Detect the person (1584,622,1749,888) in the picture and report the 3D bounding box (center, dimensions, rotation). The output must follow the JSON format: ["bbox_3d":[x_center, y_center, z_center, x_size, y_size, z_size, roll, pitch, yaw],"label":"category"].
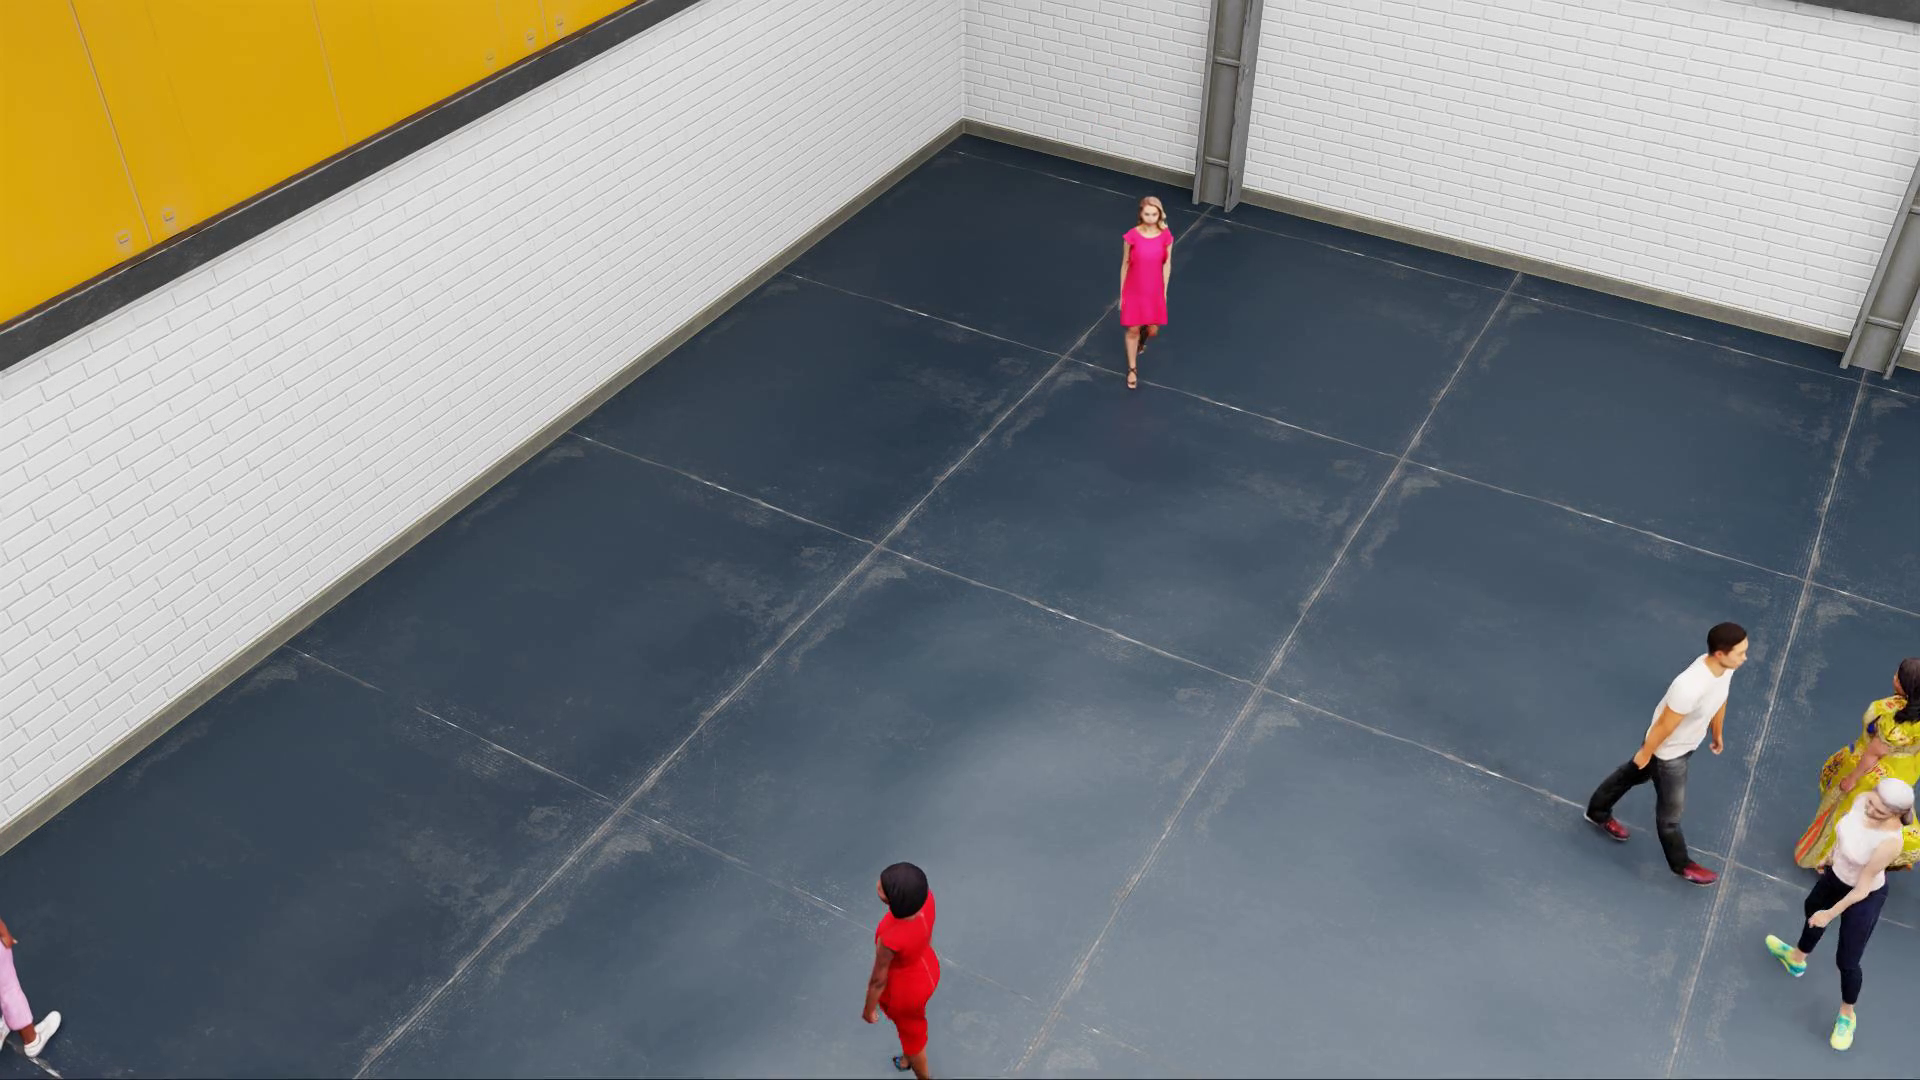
[{"bbox_3d":[3.982,1.115,9.520,1.115,1.764,0.784,30,48,32],"label":"person"}]

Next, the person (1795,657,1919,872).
[{"bbox_3d":[5.248,1.344,9.335,0.883,1.638,1.019,-27,46,-30],"label":"person"}]

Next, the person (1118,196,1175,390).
[{"bbox_3d":[1.477,-2.056,13.531,0.848,1.714,0.852,0,39,0],"label":"person"}]

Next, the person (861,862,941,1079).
[{"bbox_3d":[-0.177,2.220,8.166,0.639,1.728,0.606,17,42,20],"label":"person"}]

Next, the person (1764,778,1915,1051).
[{"bbox_3d":[4.663,1.795,8.730,0.904,1.688,1.012,13,40,16],"label":"person"}]
